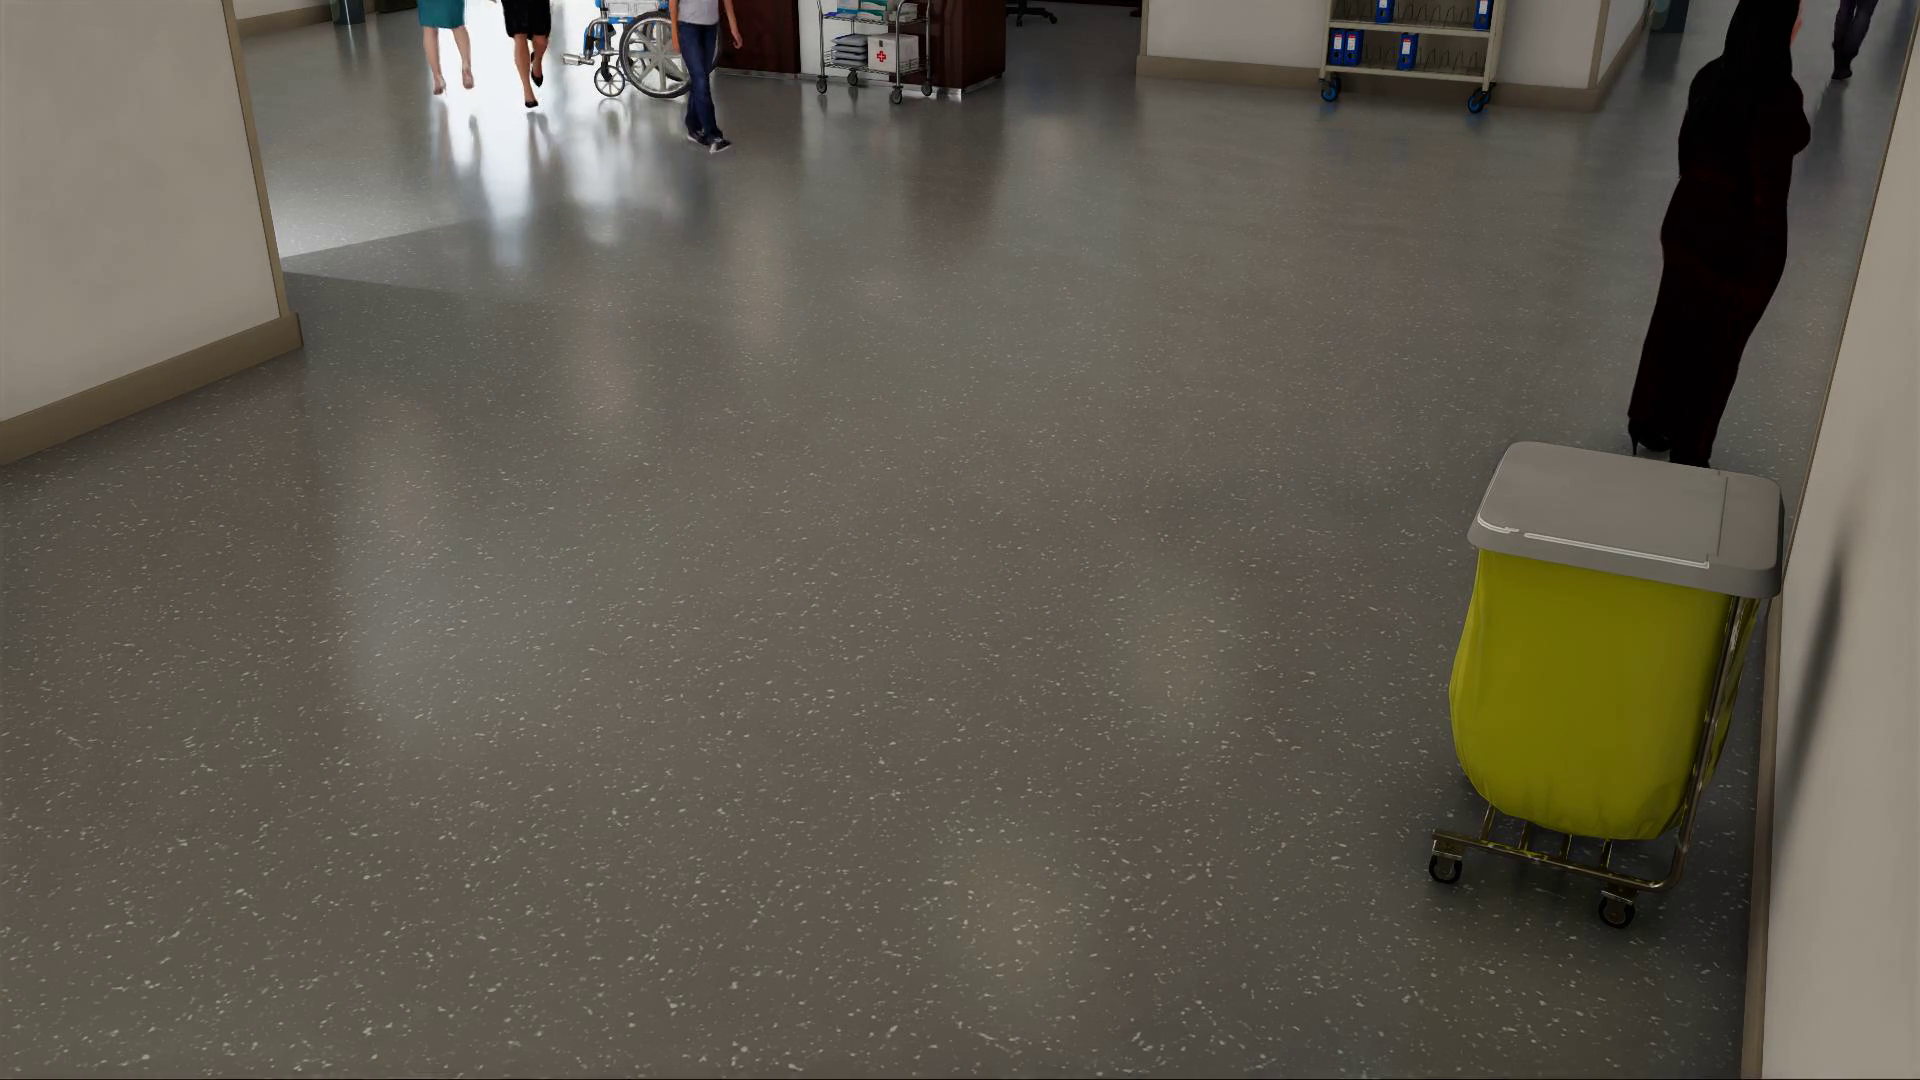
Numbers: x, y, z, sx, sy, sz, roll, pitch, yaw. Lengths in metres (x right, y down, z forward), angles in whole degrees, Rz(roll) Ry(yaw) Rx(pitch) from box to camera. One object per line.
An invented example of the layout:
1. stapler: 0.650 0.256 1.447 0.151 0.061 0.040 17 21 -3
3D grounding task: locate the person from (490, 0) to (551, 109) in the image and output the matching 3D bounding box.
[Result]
1. person: -3.174 -4.018 12.119 0.949 1.653 1.009 -7 27 -14

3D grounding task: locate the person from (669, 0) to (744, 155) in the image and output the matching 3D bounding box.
1. person: -1.736 -3.315 10.805 0.837 1.530 1.040 -19 32 -34

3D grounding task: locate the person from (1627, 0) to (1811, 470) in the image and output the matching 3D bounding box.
1. person: 2.690 -1.075 5.898 0.817 1.757 0.777 -6 26 -12

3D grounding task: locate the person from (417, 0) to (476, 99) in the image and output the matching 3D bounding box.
1. person: -3.811 -4.100 12.261 0.795 1.678 0.881 -16 30 -30
